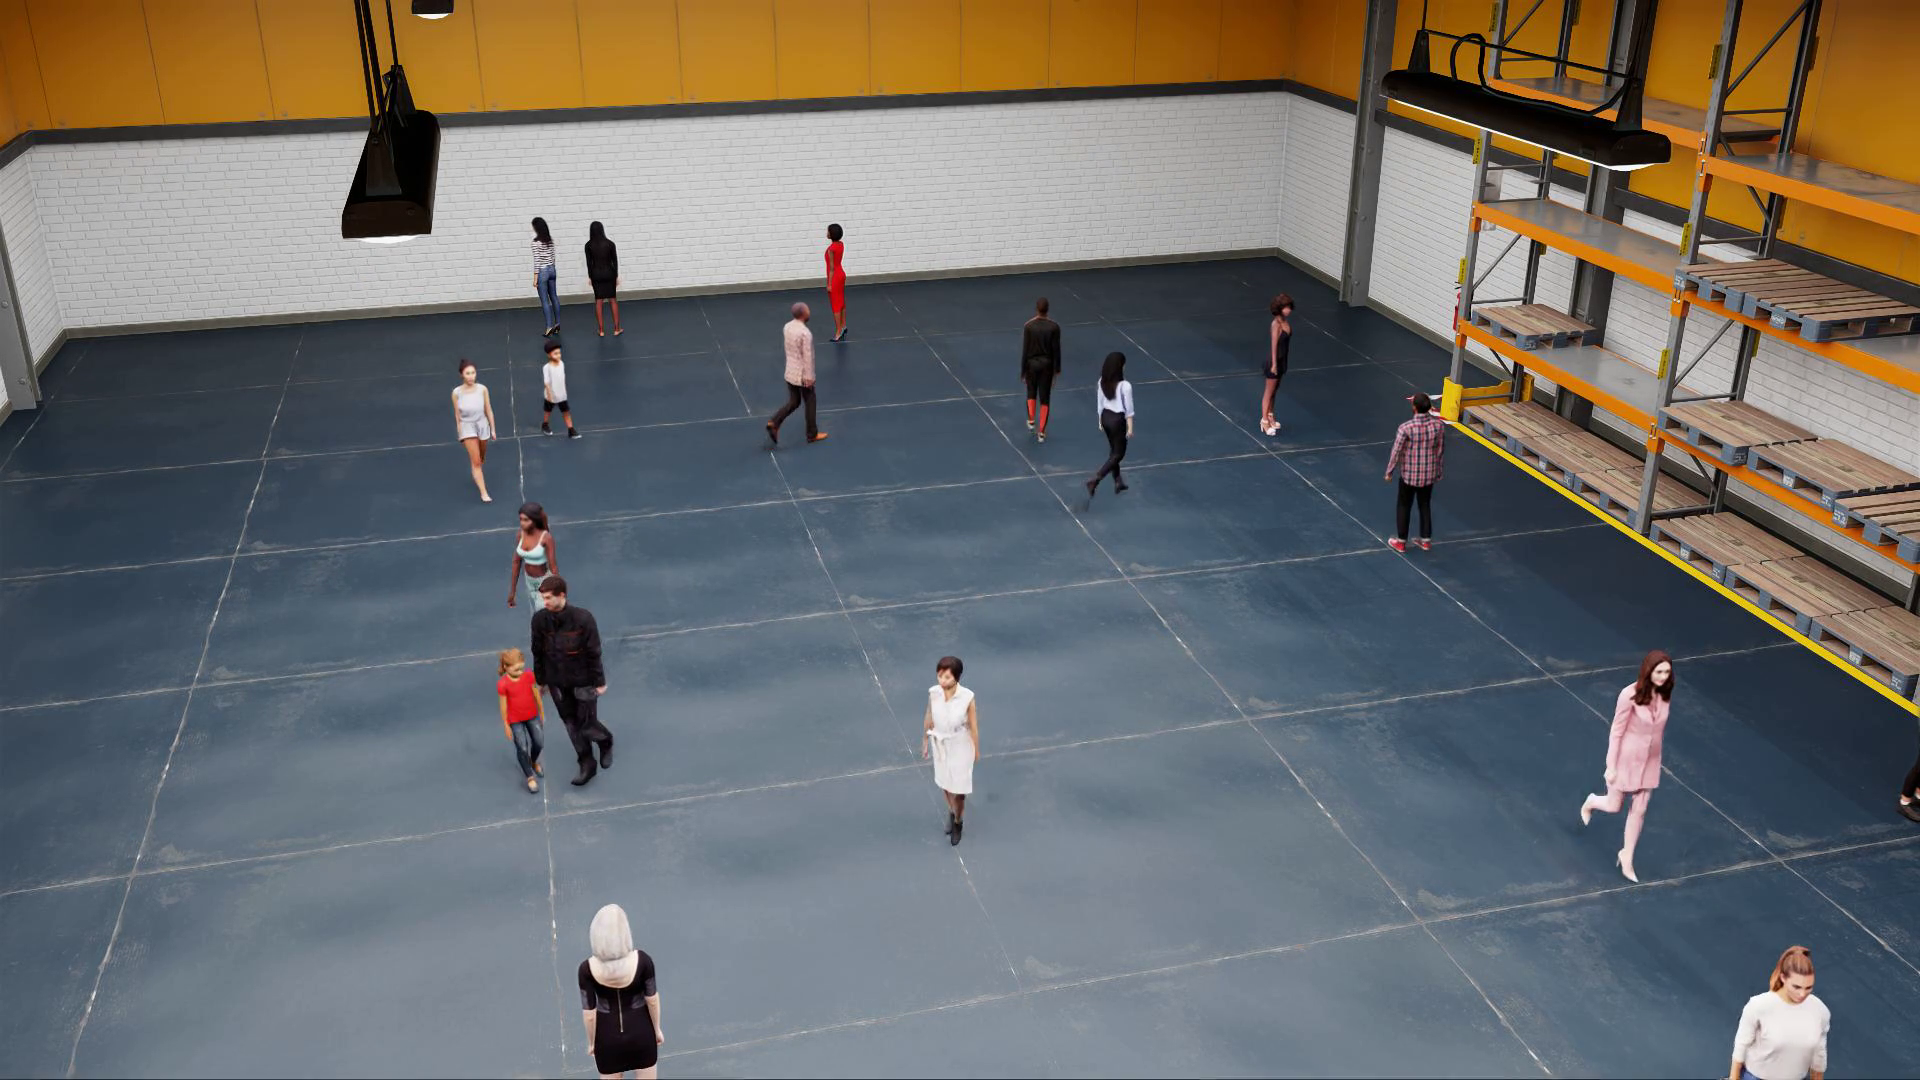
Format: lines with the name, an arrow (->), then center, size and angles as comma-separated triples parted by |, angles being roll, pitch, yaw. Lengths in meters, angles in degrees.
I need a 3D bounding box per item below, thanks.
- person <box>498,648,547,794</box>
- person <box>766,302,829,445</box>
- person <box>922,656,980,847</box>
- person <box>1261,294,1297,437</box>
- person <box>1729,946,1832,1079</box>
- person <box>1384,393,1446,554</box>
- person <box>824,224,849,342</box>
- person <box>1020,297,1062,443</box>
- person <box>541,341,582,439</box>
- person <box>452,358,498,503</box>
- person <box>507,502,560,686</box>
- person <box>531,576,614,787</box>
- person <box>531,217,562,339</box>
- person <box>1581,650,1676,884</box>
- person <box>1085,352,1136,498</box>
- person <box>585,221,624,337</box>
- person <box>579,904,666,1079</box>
person -> -3.507, 1.394, 13.238 | 0.599, 1.288, 0.681 | -17, 29, -33
person -> -2.037, -2.016, 20.416 | 1.031, 1.787, 1.095 | -18, 29, -35
person -> -0.032, 1.540, 12.589 | 0.728, 1.540, 0.782 | 9, 25, 20
person -> 3.965, -2.217, 20.876 | 0.737, 1.787, 0.672 | 12, 26, 25
person -> 4.442, 2.944, 9.164 | 0.686, 1.711, 0.690 | 0, 24, 0
person -> 4.791, -0.684, 17.413 | 0.746, 1.753, 0.656 | -4, 24, -8
person -> -1.830, -3.812, 24.580 | 0.714, 1.743, 0.603 | 7, 24, 15
person -> 0.996, -2.082, 20.579 | 0.842, 1.778, 1.071 | 1, 24, 1
person -> -5.107, -1.878, 20.794 | 0.949, 1.232, 0.779 | 21, 31, 39
person -> -5.561, -1.275, 18.985 | 0.753, 1.575, 1.129 | -13, 27, -27
person -> -3.704, 0.419, 14.962 | 0.978, 1.694, 1.018 | 15, 28, 30
person -> -3.060, 1.082, 13.291 | 0.880, 1.818, 0.907 | 4, 24, 10
person -> -6.162, -3.911, 24.739 | 0.704, 1.797, 0.648 | 14, 27, 28
person -> 4.881, 1.591, 12.169 | 0.665, 1.784, 0.969 | -5, 24, -10
person -> 1.684, -1.258, 18.763 | 1.070, 1.723, 1.017 | 22, 32, 40
person -> -5.325, -3.908, 24.827 | 0.639, 1.721, 0.557 | -3, 24, -6
person -> -1.881, 2.806, 9.333 | 0.572, 1.830, 0.486 | -6, 24, -13
